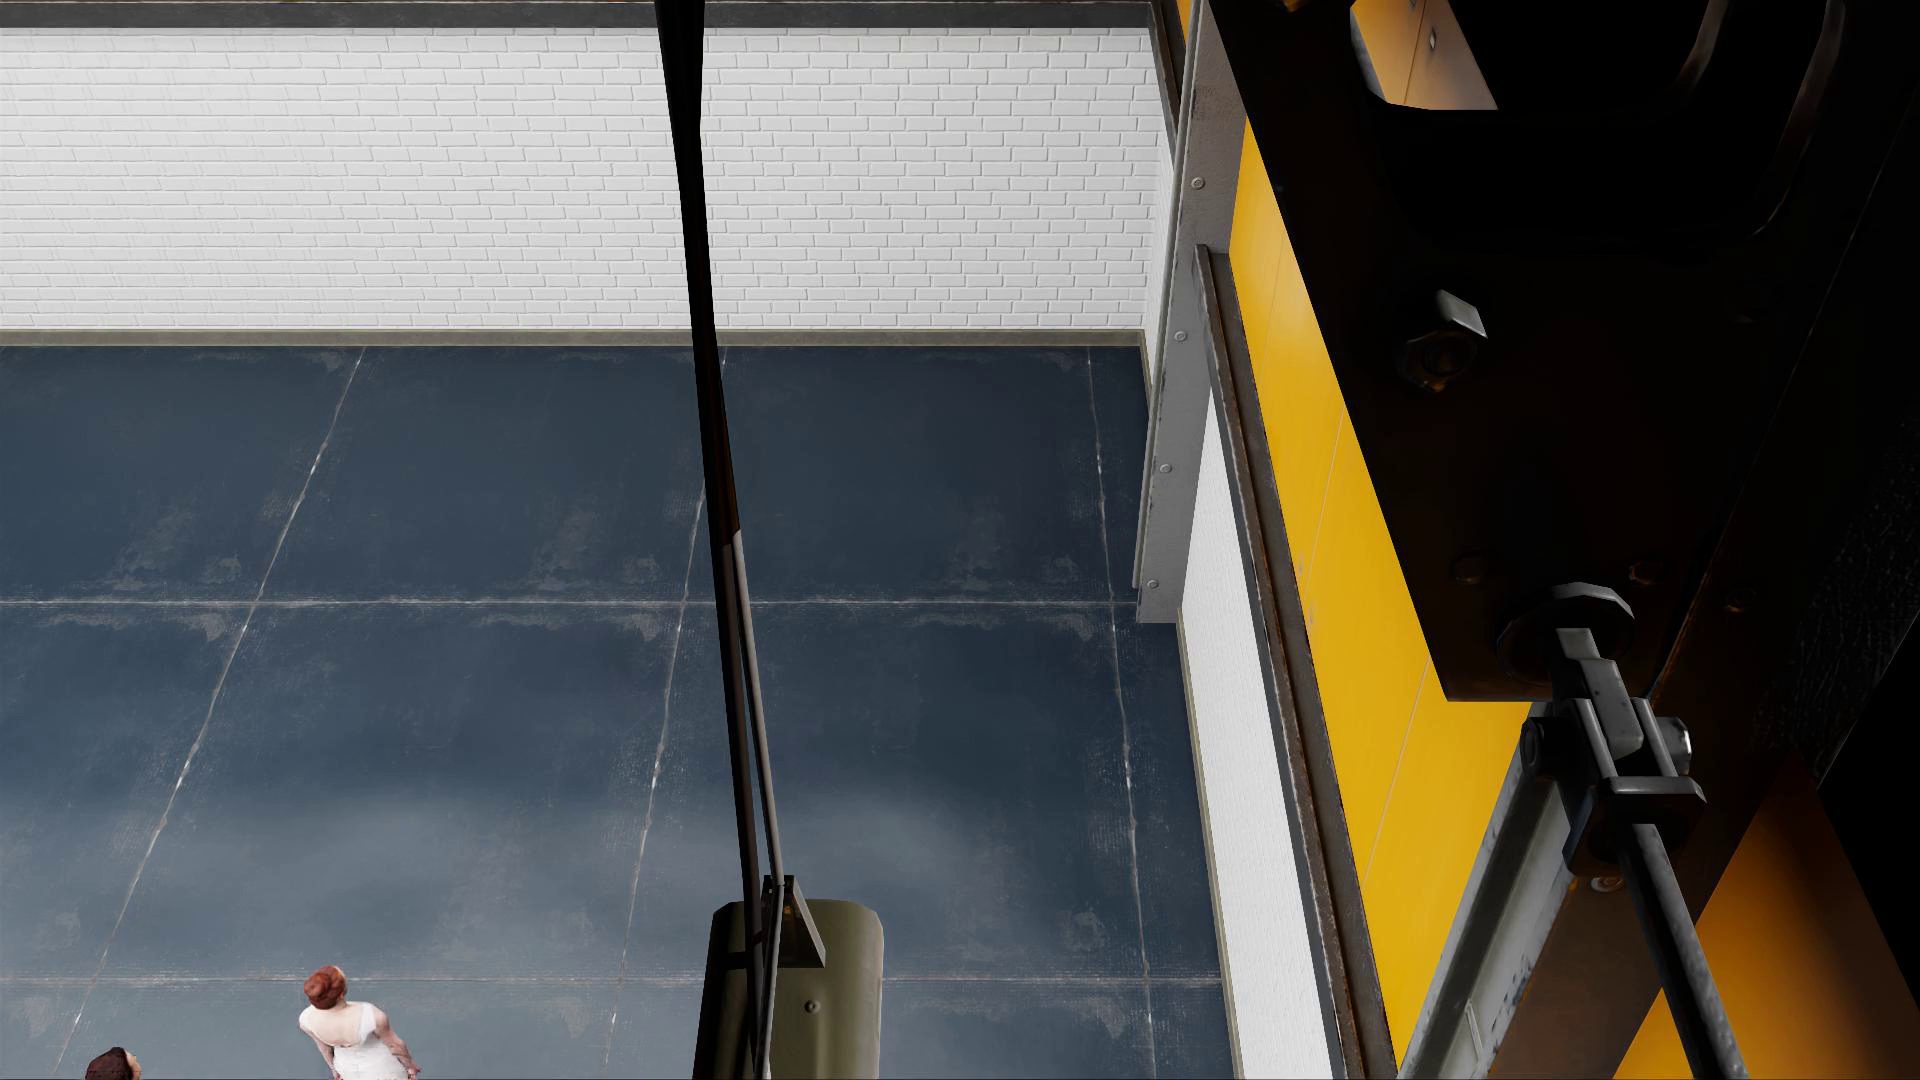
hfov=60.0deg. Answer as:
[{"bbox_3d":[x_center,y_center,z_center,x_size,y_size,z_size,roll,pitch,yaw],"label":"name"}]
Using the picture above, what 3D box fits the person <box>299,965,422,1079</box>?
[{"bbox_3d":[-2.883,2.659,8.037,0.607,1.773,1.013,2,44,2],"label":"person"}]
